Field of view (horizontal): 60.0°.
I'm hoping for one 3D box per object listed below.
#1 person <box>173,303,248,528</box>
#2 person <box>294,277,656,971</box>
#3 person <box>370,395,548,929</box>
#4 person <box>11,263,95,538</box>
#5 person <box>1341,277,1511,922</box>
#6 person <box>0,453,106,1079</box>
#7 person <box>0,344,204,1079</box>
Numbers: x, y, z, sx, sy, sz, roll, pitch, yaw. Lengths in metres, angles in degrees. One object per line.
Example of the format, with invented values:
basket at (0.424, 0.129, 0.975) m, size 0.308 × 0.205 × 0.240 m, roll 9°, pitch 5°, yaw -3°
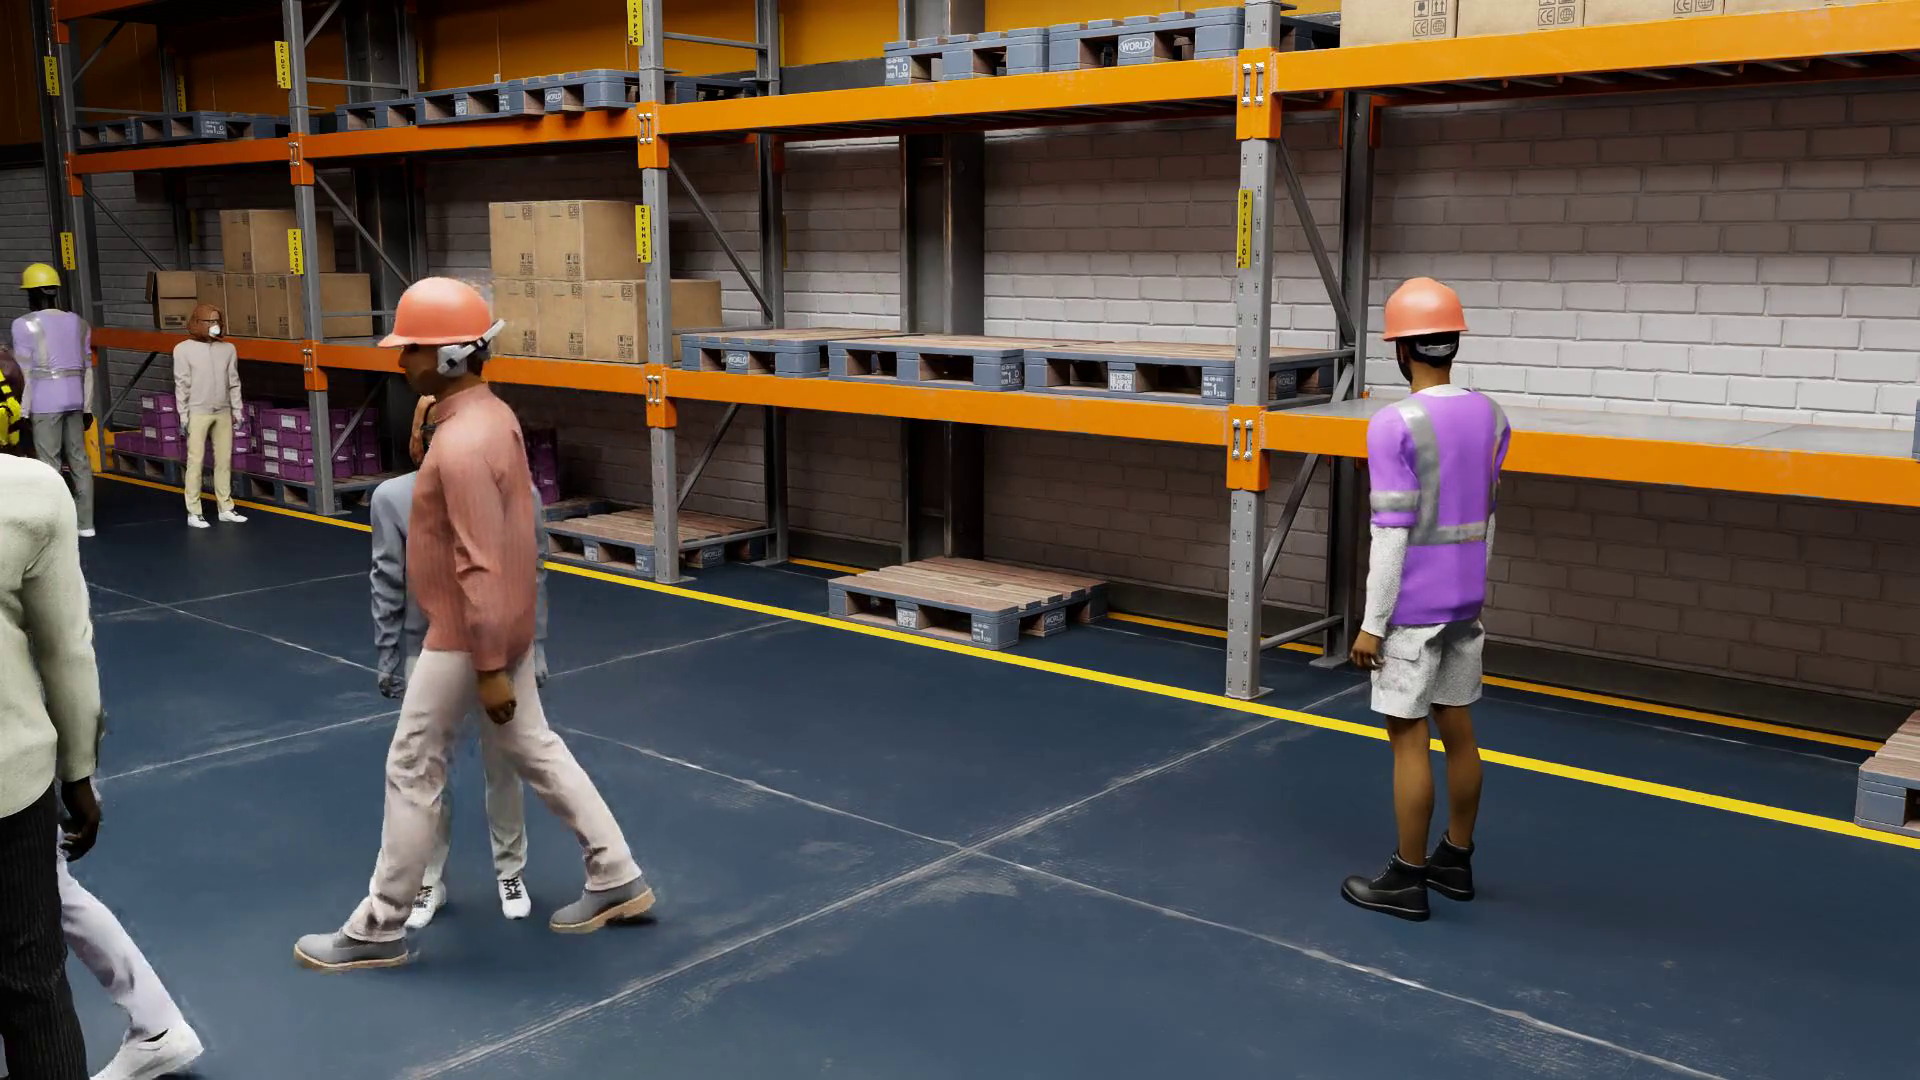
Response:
person at (-5.468, -0.905, 12.131) m, size 0.284 × 1.629 × 0.501 m, roll 7°, pitch 12°, yaw 33°
person at (-1.373, 0.236, 4.710) m, size 0.879 × 1.969 × 0.622 m, roll -1°, pitch 10°, yaw -4°
person at (-1.483, 0.346, 4.969) m, size 0.503 × 1.632 × 0.271 m, roll -2°, pitch 10°, yaw -11°
person at (-6.244, -0.935, 11.464) m, size 0.391 × 1.922 × 0.590 m, roll 4°, pitch 11°, yaw 20°
person at (1.390, 0.184, 5.037) m, size 0.547 × 1.934 × 0.375 m, roll -7°, pitch 12°, yaw -35°
person at (-1.973, 0.478, 3.185) m, size 0.612 × 1.996 × 0.376 m, roll -8°, pitch 13°, yaw -37°
person at (-2.145, 0.450, 3.792) m, size 0.632 × 1.835 × 0.510 m, roll -5°, pitch 11°, yaw -26°
